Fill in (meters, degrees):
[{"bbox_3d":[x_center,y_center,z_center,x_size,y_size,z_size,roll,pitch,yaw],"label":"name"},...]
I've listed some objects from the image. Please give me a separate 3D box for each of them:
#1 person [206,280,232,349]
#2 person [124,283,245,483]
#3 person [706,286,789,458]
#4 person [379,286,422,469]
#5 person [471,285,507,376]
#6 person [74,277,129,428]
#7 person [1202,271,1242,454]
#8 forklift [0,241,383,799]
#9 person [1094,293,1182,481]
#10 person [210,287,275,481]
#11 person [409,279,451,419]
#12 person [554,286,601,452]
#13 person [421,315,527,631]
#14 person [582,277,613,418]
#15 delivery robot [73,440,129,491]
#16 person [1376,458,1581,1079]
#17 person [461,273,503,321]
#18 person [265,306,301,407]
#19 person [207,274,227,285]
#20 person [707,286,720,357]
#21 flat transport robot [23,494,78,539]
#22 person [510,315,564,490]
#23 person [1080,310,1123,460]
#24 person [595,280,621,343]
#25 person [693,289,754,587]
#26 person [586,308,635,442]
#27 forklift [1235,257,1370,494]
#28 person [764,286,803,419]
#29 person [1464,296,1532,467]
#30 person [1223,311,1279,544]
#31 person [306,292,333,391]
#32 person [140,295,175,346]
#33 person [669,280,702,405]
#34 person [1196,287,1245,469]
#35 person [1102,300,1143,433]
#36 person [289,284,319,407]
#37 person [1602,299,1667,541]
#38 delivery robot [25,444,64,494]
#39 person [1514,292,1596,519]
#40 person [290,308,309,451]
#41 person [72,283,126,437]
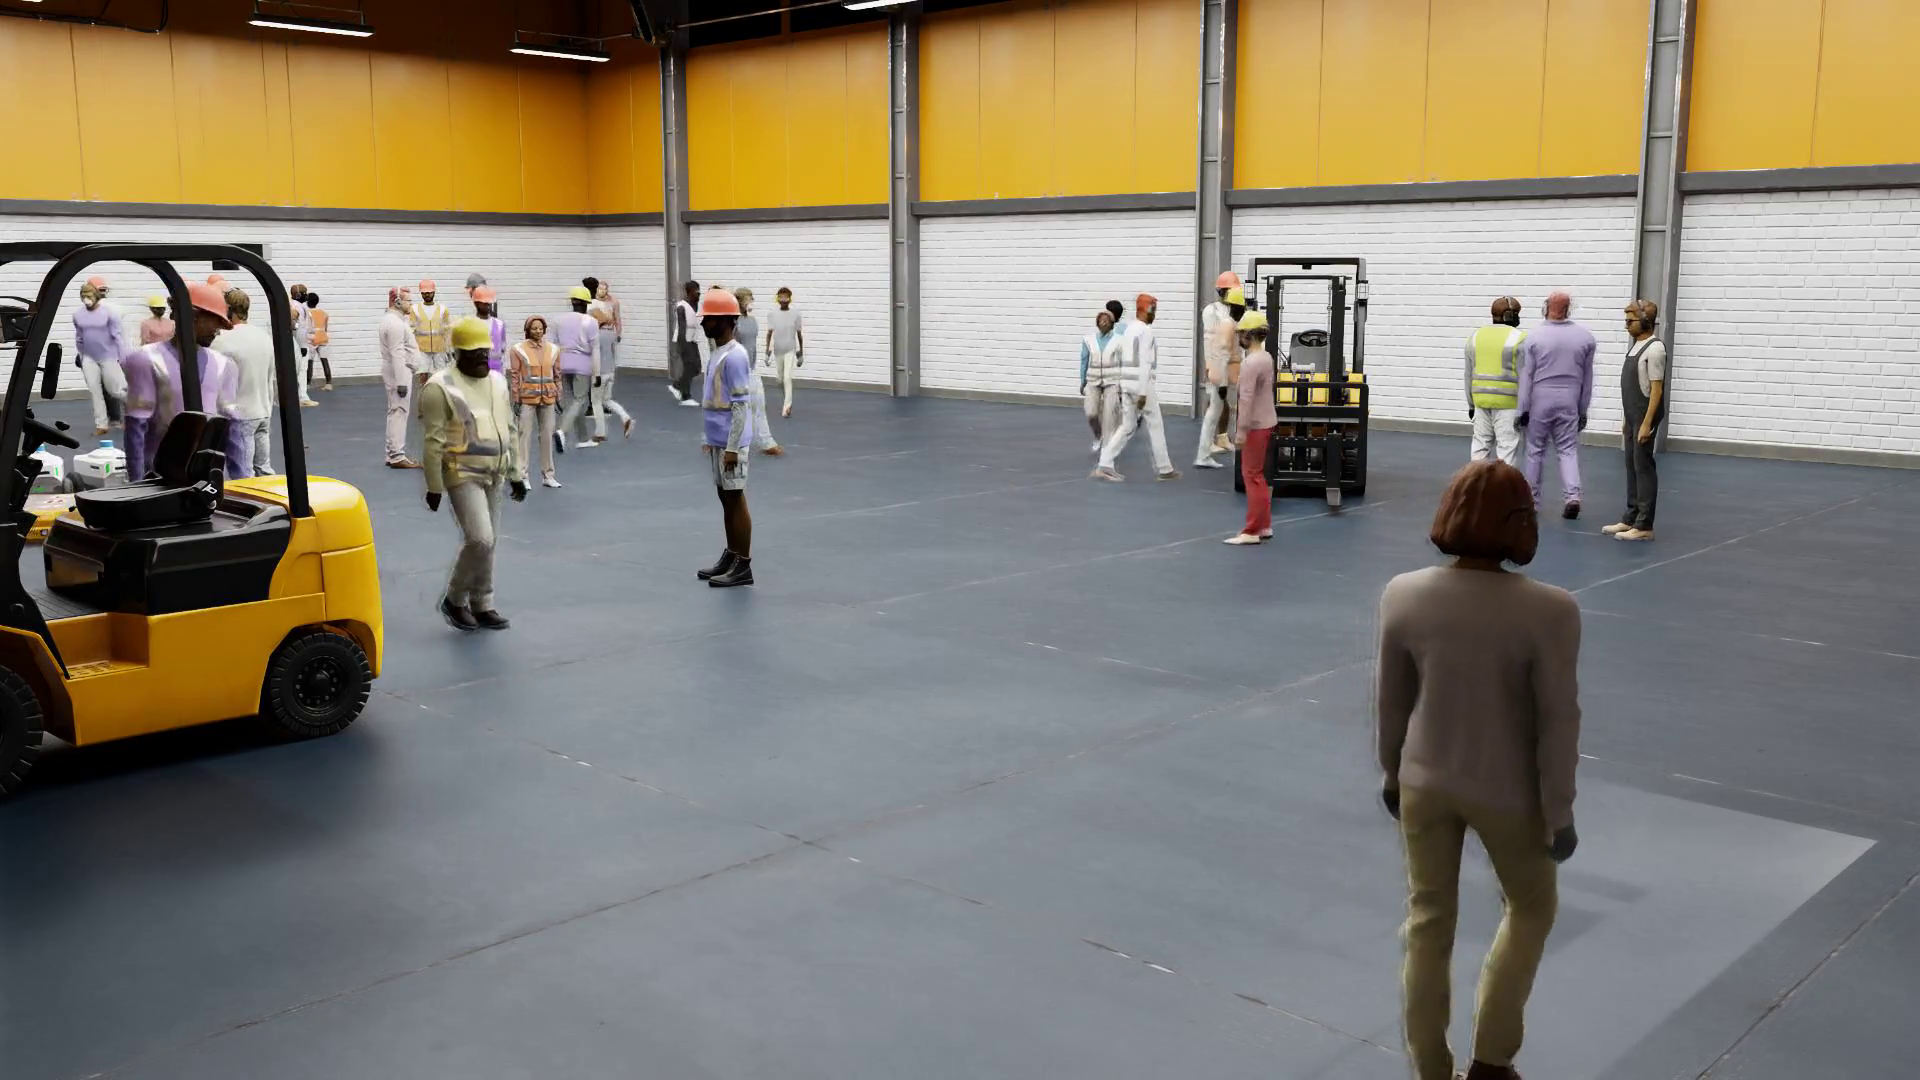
[{"bbox_3d":[-9.119,-2.254,20.677,0.543,1.928,0.372,-1,9,-7],"label":"person"},{"bbox_3d":[-4.153,-0.353,8.846,0.449,2.001,0.696,5,11,29],"label":"person"},{"bbox_3d":[-2.404,-1.832,18.258,1.048,1.886,0.644,5,10,27],"label":"person"},{"bbox_3d":[-5.814,-1.688,17.332,0.397,1.899,0.638,-4,10,-23],"label":"person"},{"bbox_3d":[-5.185,-1.810,18.040,0.548,1.908,0.923,-7,11,-36],"label":"person"},{"bbox_3d":[-11.273,-2.442,21.727,0.814,1.967,0.617,3,10,20],"label":"person"},{"bbox_3d":[2.981,-1.986,18.679,0.605,2.045,0.381,-8,12,-41],"label":"person"},{"bbox_3d":[-3.706,-0.171,7.093,1.214,2.155,2.313,9,13,43],"label":"forklift"},{"bbox_3d":[1.721,-1.482,16.245,0.848,1.846,0.576,-3,10,-20],"label":"person"},{"bbox_3d":[-5.186,-0.851,12.037,0.359,1.938,0.635,1,9,9],"label":"person"},{"bbox_3d":[-7.311,-2.634,22.979,0.551,1.935,0.371,-4,10,-22],"label":"person"},{"bbox_3d":[-4.423,-1.946,18.956,0.637,1.888,0.860,4,10,26],"label":"person"},{"bbox_3d":[-2.747,-0.365,9.438,0.423,1.809,0.603,4,10,23],"label":"person"},{"bbox_3d":[-5.098,-2.676,23.149,0.362,1.963,0.613,8,12,40],"label":"person"},{"bbox_3d":[-7.512,-0.636,14.670,0.707,0.478,0.477,8,12,40],"label":"delivery robot"},{"bbox_3d":[1.265,0.606,4.053,0.522,1.617,0.424,7,12,38],"label":"person"},{"bbox_3d":[-6.359,-2.491,21.785,0.781,2.000,0.712,4,10,21],"label":"person"},{"bbox_3d":[-10.026,-2.786,24.670,0.491,1.691,0.948,-6,11,-33],"label":"person"},{"bbox_3d":[-11.207,-3.027,25.234,0.608,1.987,0.391,4,10,21],"label":"person"},{"bbox_3d":[-3.574,-2.827,24.546,0.563,1.842,0.605,4,10,22],"label":"person"},{"bbox_3d":[-7.160,-0.203,13.169,0.652,0.197,1.431,-4,10,-22],"label":"flat transport robot"},{"bbox_3d":[-3.982,-1.295,15.664,0.515,1.637,0.314,-7,12,-37],"label":"person"},{"bbox_3d":[1.574,-1.698,18.164,0.530,1.626,0.437,3,10,16],"label":"person"},{"bbox_3d":[-6.407,-3.711,29.766,0.677,1.882,0.647,-2,10,-15],"label":"person"},{"bbox_3d":[-1.543,-0.662,10.882,0.360,1.939,0.543,-3,10,-20],"label":"person"},{"bbox_3d":[-4.203,-1.964,19.859,0.524,1.610,0.542,3,10,19],"label":"person"},{"bbox_3d":[3.309,-1.629,16.029,1.214,2.155,2.313,2,9,11],"label":"forklift"},{"bbox_3d":[-2.448,-2.634,23.310,0.520,1.841,0.863,1,9,8],"label":"person"},{"bbox_3d":[4.567,-1.133,14.082,0.430,1.841,0.624,-7,12,-37],"label":"person"},{"bbox_3d":[2.205,-0.828,12.499,0.353,1.749,0.560,4,10,25],"label":"person"},{"bbox_3d":[-10.944,-3.347,28.174,0.494,1.689,0.554,6,11,33],"label":"person"},{"bbox_3d":[-11.016,-2.498,22.807,0.894,1.723,0.537,6,11,31],"label":"person"},{"bbox_3d":[-4.170,-2.988,25.283,0.516,1.903,0.582,3,10,20],"label":"person"},{"bbox_3d":[2.842,-1.676,17.270,0.867,1.867,0.566,-1,9,-6],"label":"person"},{"bbox_3d":[1.958,-2.126,20.607,0.557,1.684,0.544,8,12,40],"label":"person"},{"bbox_3d":[-9.954,-2.936,25.123,0.430,1.845,0.624,-5,11,-30],"label":"person"},{"bbox_3d":[5.182,-0.908,12.696,0.345,1.840,0.504,1,9,5],"label":"person"},{"bbox_3d":[-7.946,-0.586,14.359,0.477,0.478,0.707,-5,10,-26],"label":"delivery robot"},{"bbox_3d":[4.962,-1.111,13.861,0.666,1.885,0.791,0,9,-2],"label":"person"},{"bbox_3d":[-7.626,-1.826,18.956,0.285,1.633,0.498,-2,10,-14],"label":"person"},{"bbox_3d":[-10.664,-2.253,20.768,0.647,1.907,0.778,1,9,5],"label":"person"}]
